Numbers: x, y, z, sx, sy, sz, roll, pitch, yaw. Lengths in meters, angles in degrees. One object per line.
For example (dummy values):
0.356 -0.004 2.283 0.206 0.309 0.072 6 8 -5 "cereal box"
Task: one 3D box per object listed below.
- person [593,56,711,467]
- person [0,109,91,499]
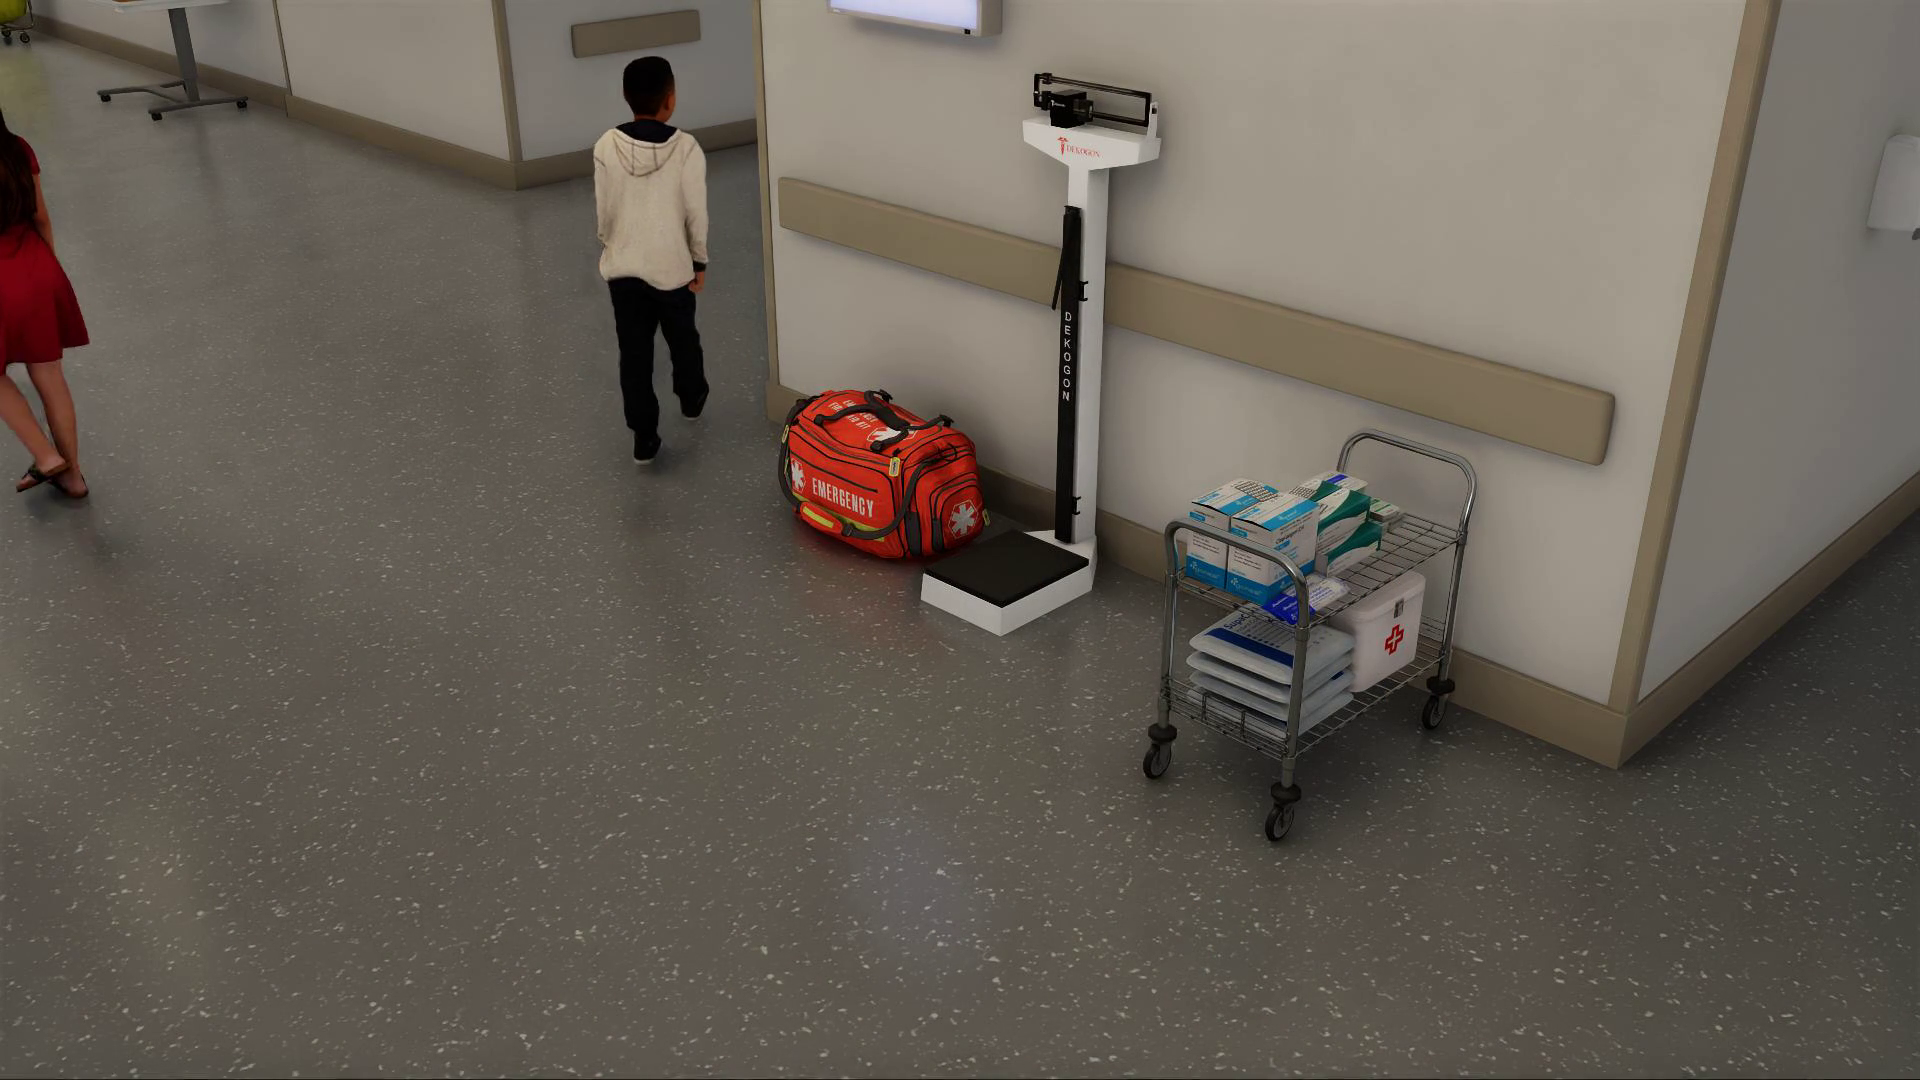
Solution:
-1.123 -0.954 5.961 0.930 1.419 0.984 0 26 0 "person"
-3.166 -0.843 5.592 0.675 1.540 0.605 17 30 31 "person"
